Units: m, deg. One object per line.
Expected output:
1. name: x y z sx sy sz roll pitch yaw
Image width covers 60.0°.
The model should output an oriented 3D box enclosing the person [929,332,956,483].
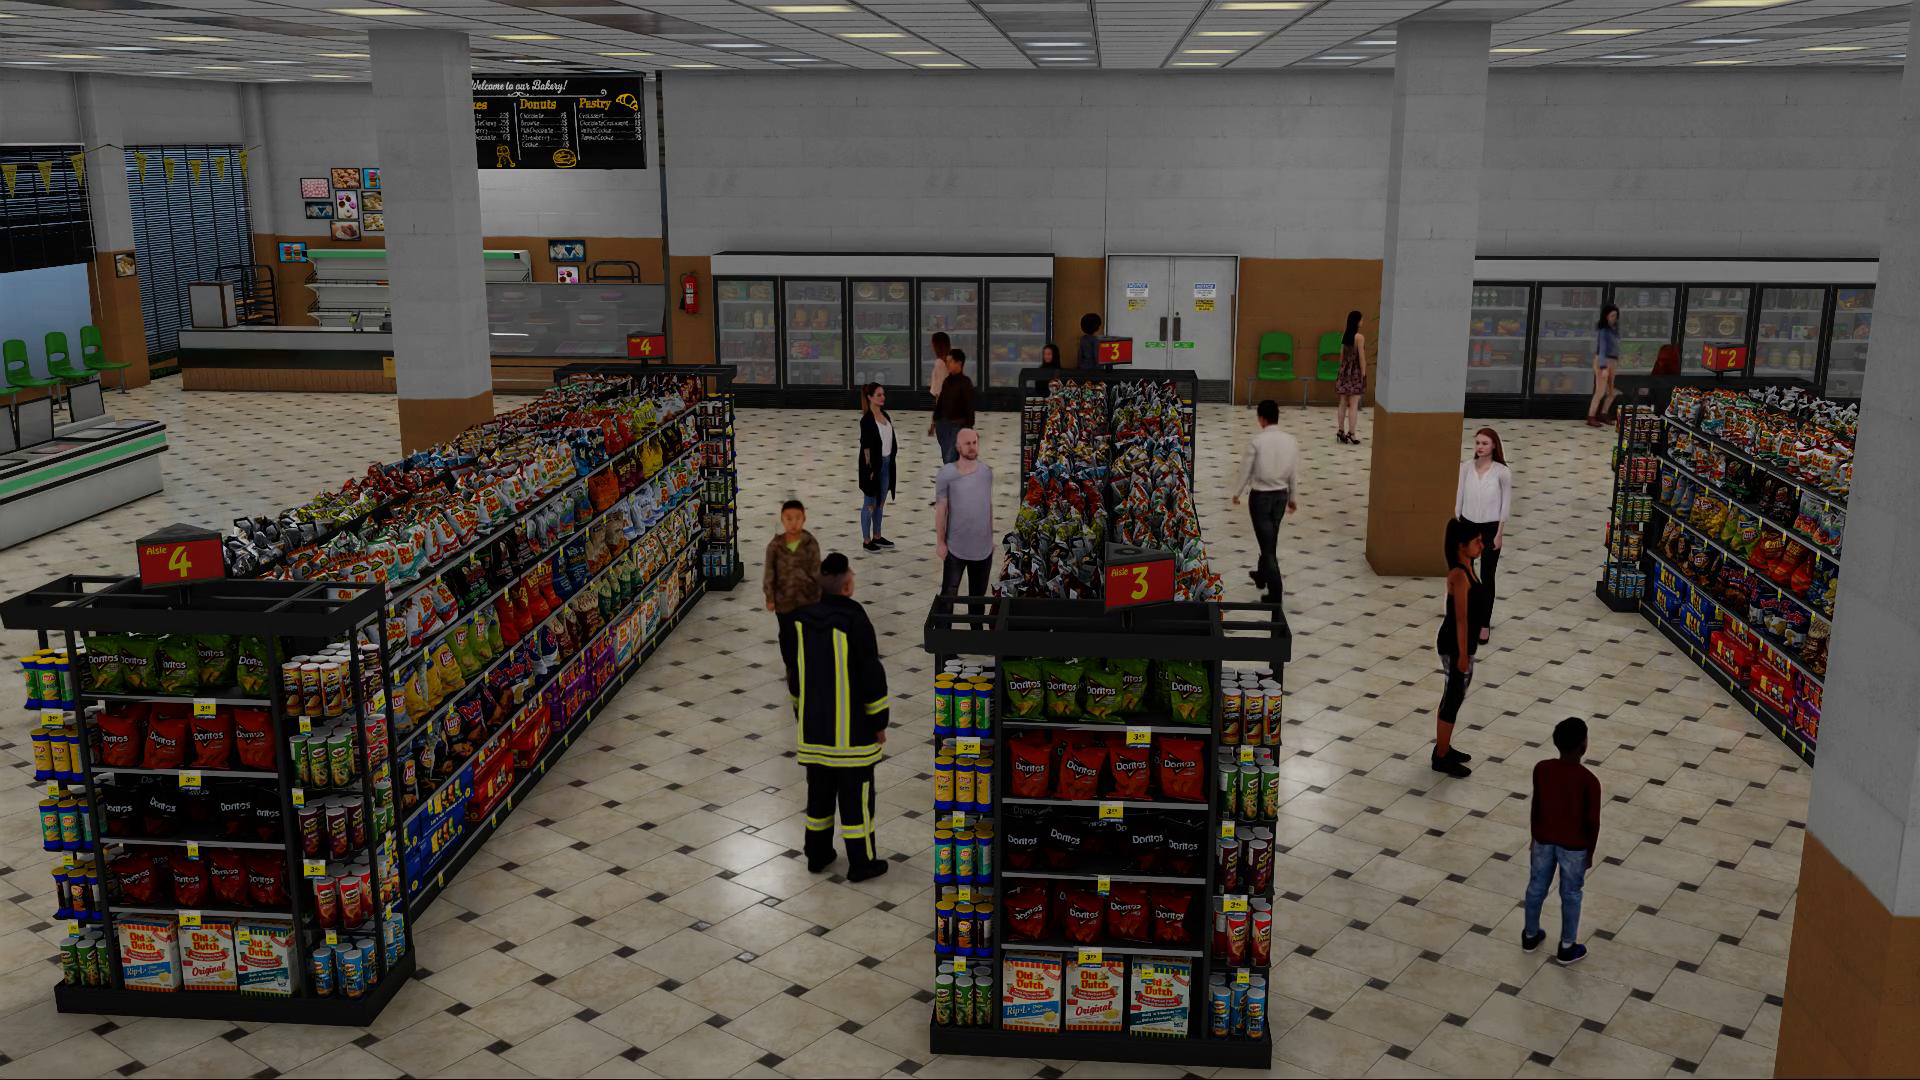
1. person: -0.194 -1.578 19.751 0.691 1.790 0.519 4 14 15

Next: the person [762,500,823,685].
1. person: -1.228 0.413 12.314 0.720 1.426 1.007 -1 14 -6

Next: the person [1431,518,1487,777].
1. person: 3.216 0.674 10.740 0.685 1.662 0.506 4 14 16

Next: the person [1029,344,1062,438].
1. person: 1.130 -1.568 20.097 0.791 1.609 0.902 9 16 32

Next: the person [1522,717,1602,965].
1. person: 2.985 1.483 8.271 0.576 1.254 0.617 11 17 38

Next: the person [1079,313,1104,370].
1. person: 1.761 -2.218 22.563 0.727 1.710 0.631 -8 16 -30

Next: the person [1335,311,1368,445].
1. person: 5.252 -2.183 22.283 0.861 1.773 0.784 -8 16 -28

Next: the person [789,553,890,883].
1. person: -0.672 0.953 9.163 0.864 1.863 0.858 8 16 29

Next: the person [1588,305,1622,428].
1. person: 9.015 -2.416 23.335 0.833 1.731 0.771 10 17 36

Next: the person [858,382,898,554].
1. person: -0.844 -0.729 16.477 0.771 1.684 0.646 8 16 30

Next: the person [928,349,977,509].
1. person: 0.046 -1.229 18.392 0.986 1.753 0.966 -8 16 -28

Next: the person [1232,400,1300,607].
1. person: 2.733 -0.293 14.498 0.932 1.770 1.134 -5 14 -20

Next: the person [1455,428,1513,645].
1. person: 4.210 -0.040 13.475 0.665 1.760 0.673 10 17 35

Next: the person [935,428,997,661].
1. person: 0.060 0.022 13.055 0.769 1.837 0.791 -8 16 -30
